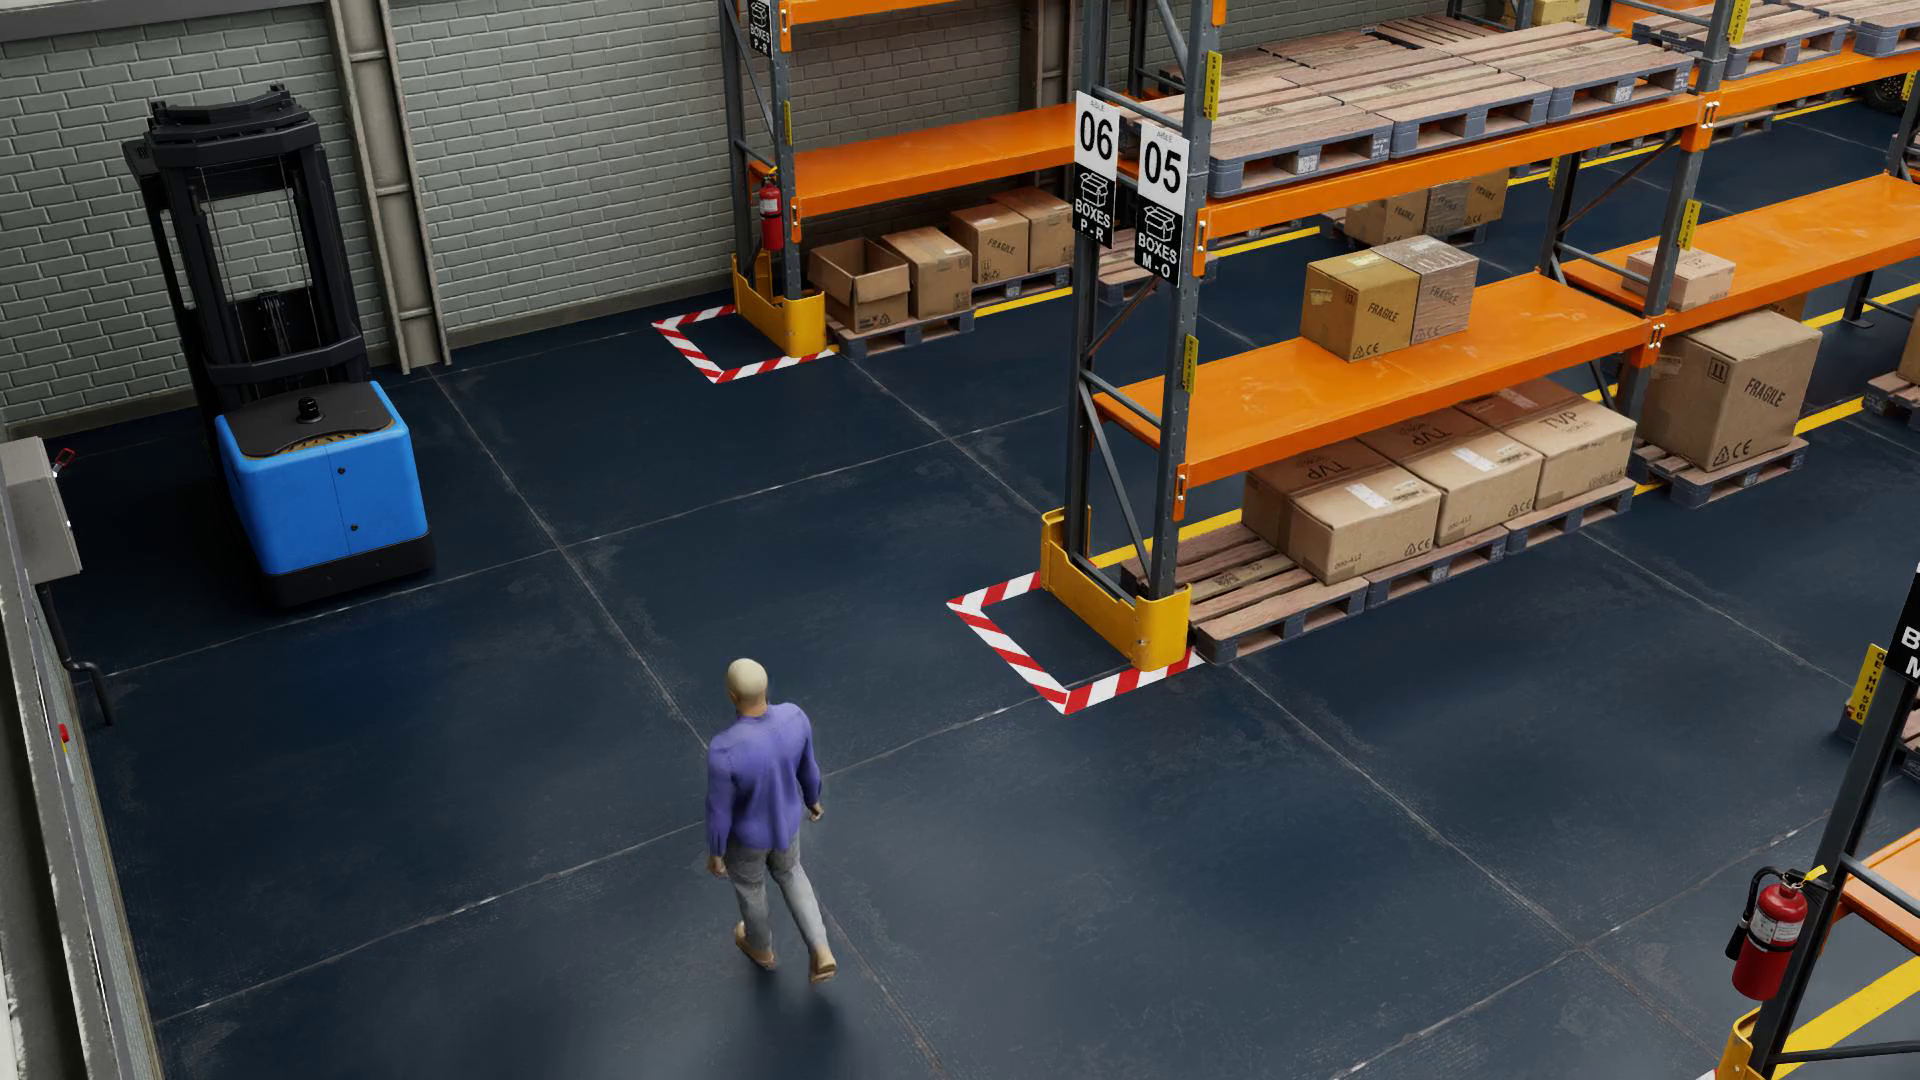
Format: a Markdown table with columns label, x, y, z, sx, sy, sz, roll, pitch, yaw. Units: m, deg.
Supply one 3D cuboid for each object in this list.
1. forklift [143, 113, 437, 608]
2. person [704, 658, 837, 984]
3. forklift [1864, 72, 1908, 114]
| label | x | y | z | sx | sy | sz | roll | pitch | yaw |
| --- | --- | --- | --- | --- | --- | --- | --- | --- | --- |
| forklift | -4.289 | -1.259 | 10.509 | 1.129 | 2.768 | 1.873 | -17 | 36 | -26 |
| person | -0.848 | 1.292 | 7.411 | 0.613 | 1.779 | 0.626 | -22 | 38 | -31 |
| forklift | 11.468 | -5.645 | 18.244 | 1.214 | 2.155 | 2.313 | -17 | 36 | -26 |
